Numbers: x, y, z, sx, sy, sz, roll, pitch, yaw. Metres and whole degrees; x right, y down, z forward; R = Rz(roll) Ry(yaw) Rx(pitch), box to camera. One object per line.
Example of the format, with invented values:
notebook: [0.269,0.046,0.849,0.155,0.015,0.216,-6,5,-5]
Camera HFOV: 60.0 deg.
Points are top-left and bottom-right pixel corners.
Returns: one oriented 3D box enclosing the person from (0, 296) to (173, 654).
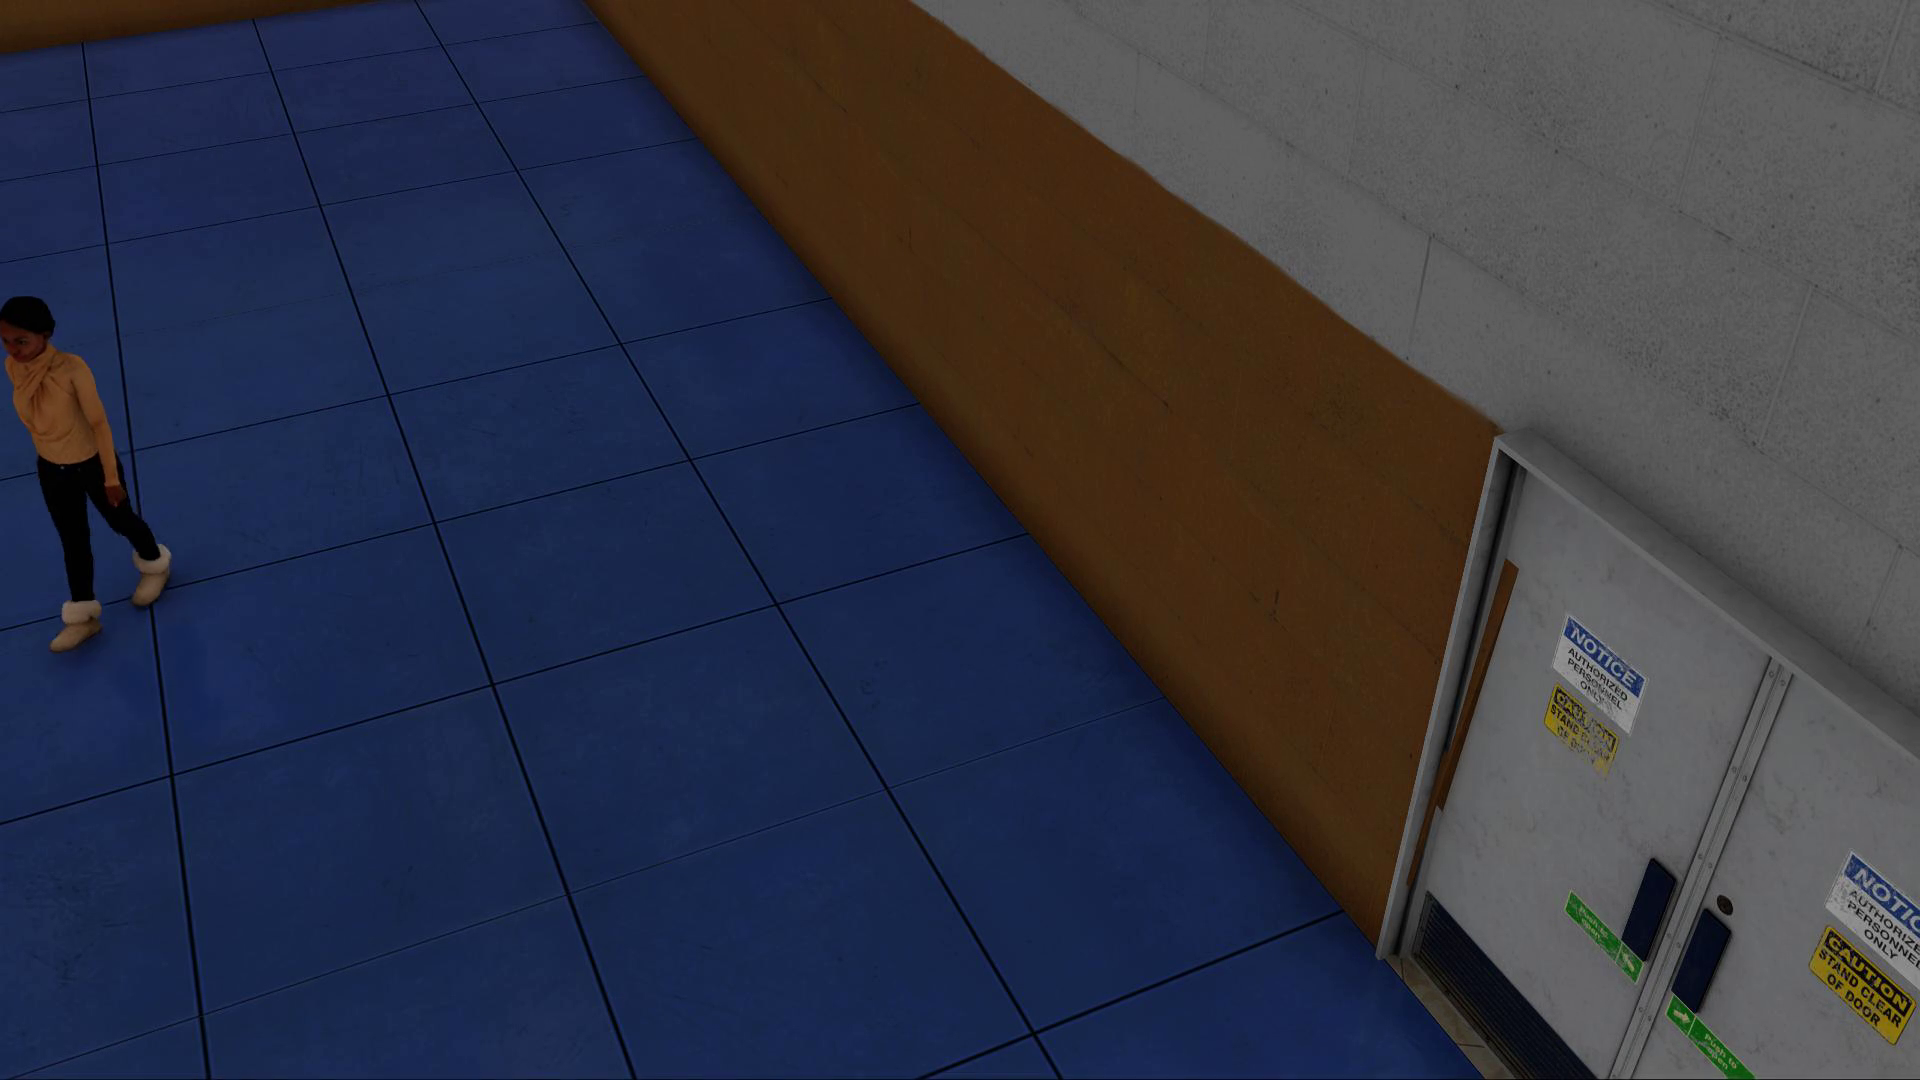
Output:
person: [-3.840,-0.366,7.345,0.999,1.637,1.000,7,37,9]
